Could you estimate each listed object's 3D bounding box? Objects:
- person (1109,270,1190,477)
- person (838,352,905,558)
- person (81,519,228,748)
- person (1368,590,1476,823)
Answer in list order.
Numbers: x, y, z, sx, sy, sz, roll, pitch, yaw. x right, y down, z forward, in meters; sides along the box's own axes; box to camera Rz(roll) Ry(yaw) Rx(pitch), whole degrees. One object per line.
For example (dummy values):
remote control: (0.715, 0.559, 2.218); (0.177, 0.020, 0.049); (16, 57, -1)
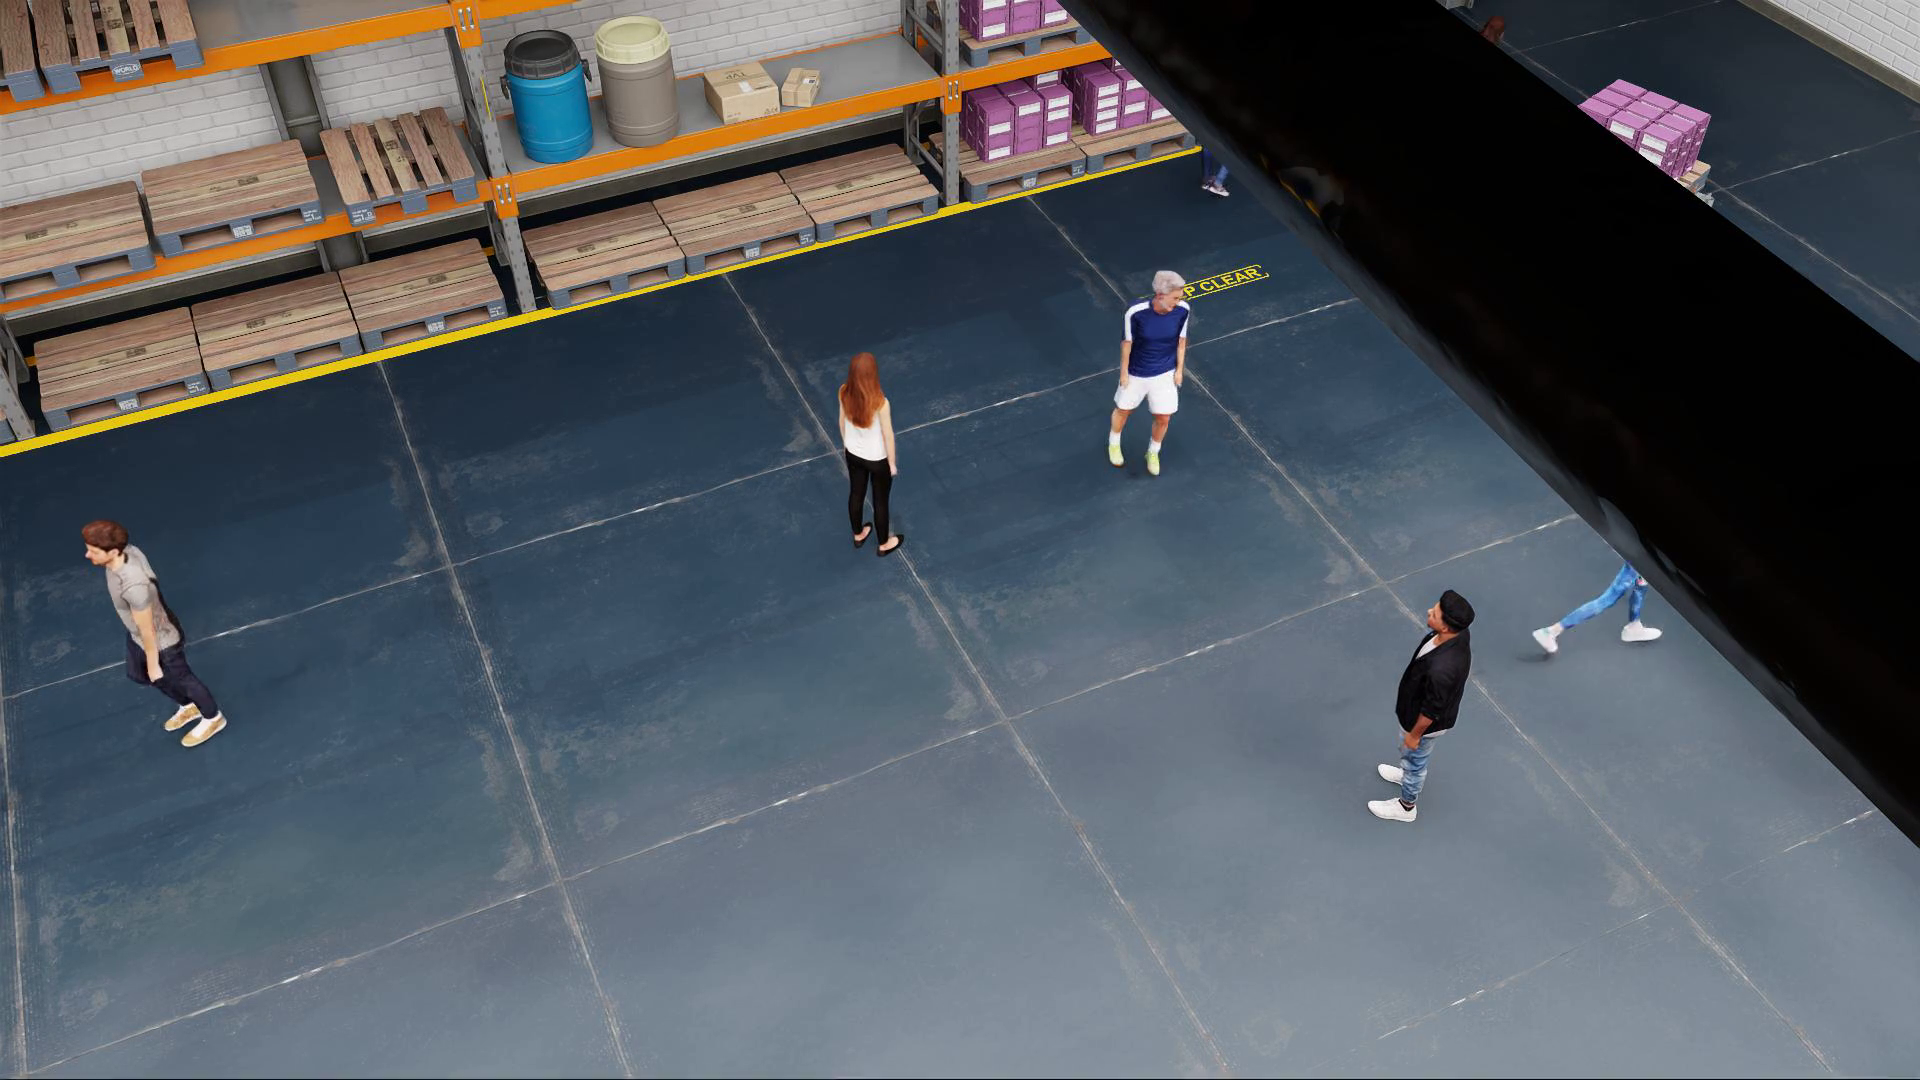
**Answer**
person: (1.388, -1.289, 12.246); (0.738, 1.809, 0.807); (2, 44, 2)
person: (-0.642, -0.592, 11.578); (0.645, 1.722, 0.665); (23, 48, 22)
person: (-4.896, 0.540, 10.275); (0.701, 1.880, 0.729); (-28, 50, -26)
person: (2.777, 0.982, 9.860); (0.842, 1.812, 0.769); (16, 46, 17)
